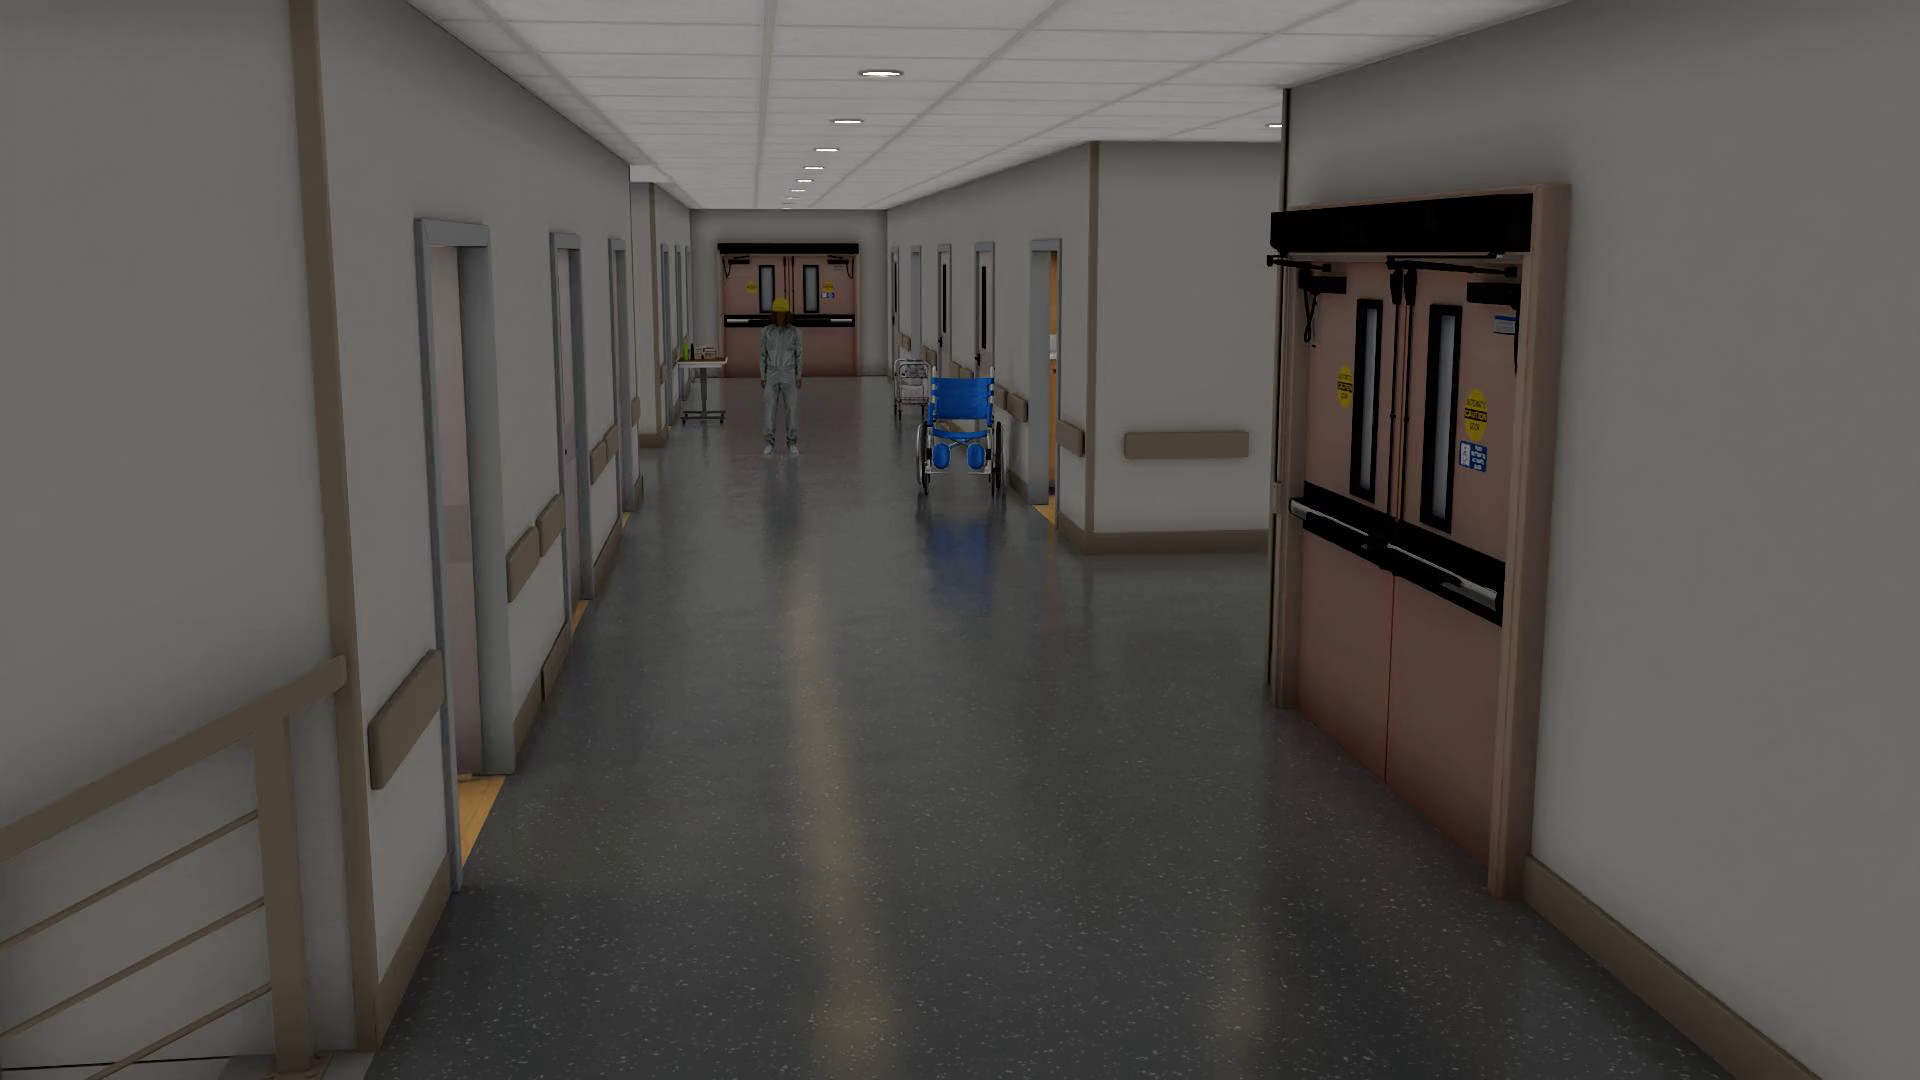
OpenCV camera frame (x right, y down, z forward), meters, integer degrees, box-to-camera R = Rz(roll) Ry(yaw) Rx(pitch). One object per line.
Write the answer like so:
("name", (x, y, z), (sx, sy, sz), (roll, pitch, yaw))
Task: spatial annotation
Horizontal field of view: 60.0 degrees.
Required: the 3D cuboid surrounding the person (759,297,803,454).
("person", (-1.987, -1.818, 18.485), (0.485, 1.745, 0.292), (-1, 10, -7))
